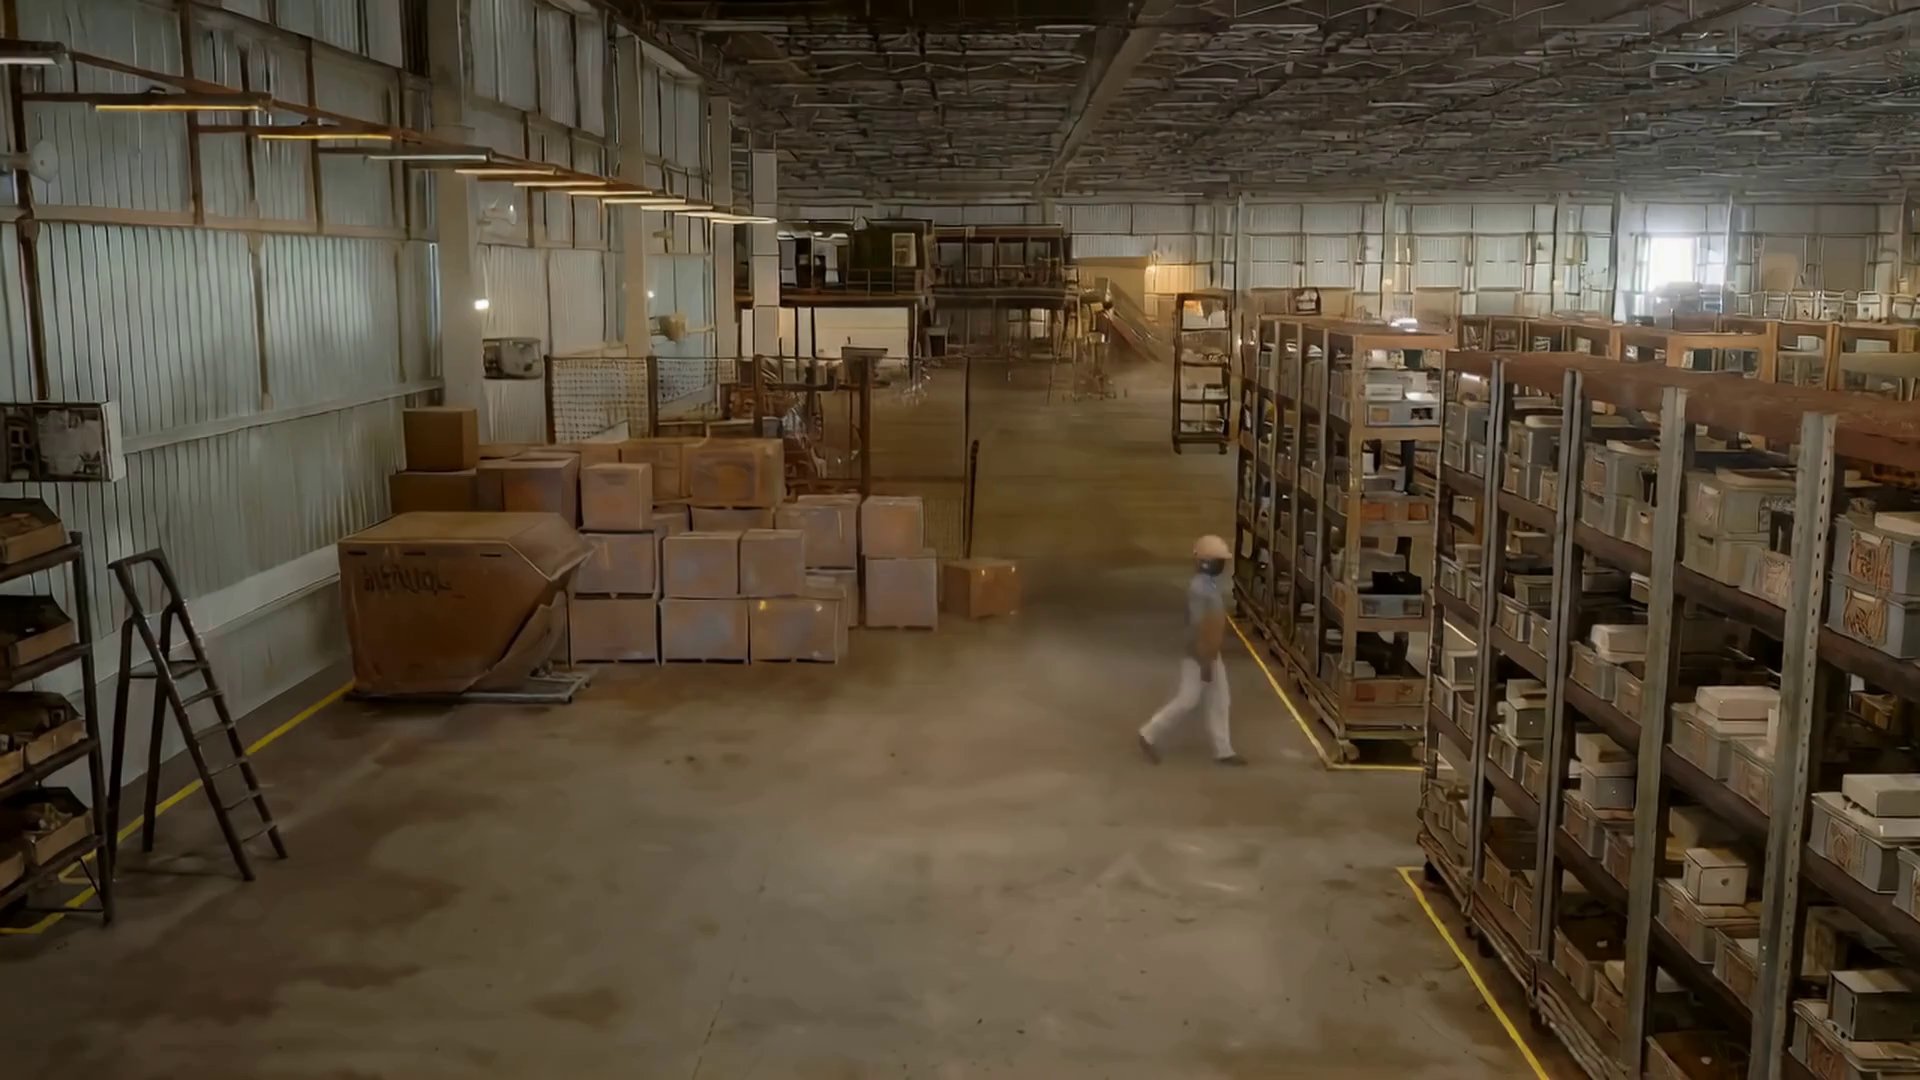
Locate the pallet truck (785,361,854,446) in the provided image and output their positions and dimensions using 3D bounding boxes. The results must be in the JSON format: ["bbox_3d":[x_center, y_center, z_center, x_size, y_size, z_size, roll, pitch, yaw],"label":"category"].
[{"bbox_3d":[-3.410,-3.193,38.978,1.885,1.965,0.823,0,9,-1],"label":"pallet truck"}]

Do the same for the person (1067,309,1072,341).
[{"bbox_3d":[6.189,-12.464,96.292,0.894,1.963,0.626,-3,10,-20],"label":"person"}]

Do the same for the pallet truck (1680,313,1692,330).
[{"bbox_3d":[36.315,-10.531,84.244,0.823,1.965,1.885,-6,11,-33],"label":"pallet truck"}]

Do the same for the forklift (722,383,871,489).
[{"bbox_3d":[-2.893,-1.687,28.729,2.680,1.987,1.157,0,9,-1],"label":"forklift"}]

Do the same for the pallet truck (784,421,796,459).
[{"bbox_3d":[-4.013,-1.793,32.705,1.601,1.201,0.680,0,9,1],"label":"pallet truck"}]

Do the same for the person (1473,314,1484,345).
[{"bbox_3d":[26.867,-10.777,86.126,1.005,1.893,0.549,-7,12,-37],"label":"person"}]

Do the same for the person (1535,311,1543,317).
[{"bbox_3d":[32.090,-11.780,92.297,0.575,1.885,0.355,9,13,43],"label":"person"}]

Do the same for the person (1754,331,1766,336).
[{"bbox_3d":[36.476,-9.154,75.614,0.687,2.000,0.914,8,12,40],"label":"person"}]

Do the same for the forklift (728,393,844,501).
[{"bbox_3d":[-2.979,-1.316,26.476,2.680,1.987,1.157,0,9,1],"label":"forklift"}]

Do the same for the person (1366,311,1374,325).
[{"bbox_3d":[22.179,-11.432,90.046,0.596,1.916,0.374,-8,12,-39],"label":"person"}]

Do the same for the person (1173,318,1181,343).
[{"bbox_3d":[10.525,-9.826,80.385,0.505,1.837,0.348,-6,11,-34],"label":"person"}]

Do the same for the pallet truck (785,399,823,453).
[{"bbox_3d":[-3.814,-2.432,36.419,1.630,1.274,0.653,0,9,1],"label":"pallet truck"}]

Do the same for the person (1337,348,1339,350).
[{"bbox_3d":[12.334,-5.741,55.235,0.610,1.815,0.620,-1,9,-7],"label":"person"}]

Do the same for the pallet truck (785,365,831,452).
[{"bbox_3d":[-3.774,-2.976,37.635,1.885,1.965,0.823,1,9,5],"label":"pallet truck"}]

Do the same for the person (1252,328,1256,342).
[{"bbox_3d":[13.097,-8.673,73.177,0.449,1.880,0.616,4,10,21],"label":"person"}]

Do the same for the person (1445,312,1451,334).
[{"bbox_3d":[26.942,-11.711,92.010,0.841,1.847,0.521,4,10,25],"label":"person"}]

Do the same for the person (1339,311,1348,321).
[{"bbox_3d":[21.524,-11.950,93.538,0.509,1.828,0.628,-6,11,-33],"label":"person"}]

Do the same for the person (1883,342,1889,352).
[{"bbox_3d":[33.817,-6.542,60.558,0.316,1.695,0.541,0,9,1],"label":"person"}]

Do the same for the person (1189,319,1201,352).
[{"bbox_3d":[10.852,-9.287,76.788,0.558,1.925,0.629,-2,9,-13],"label":"person"}]

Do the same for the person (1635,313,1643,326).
[{"bbox_3d":[35.884,-11.044,87.799,0.971,1.867,0.592,-2,9,-12],"label":"person"}]

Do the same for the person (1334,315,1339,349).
[{"bbox_3d":[18.760,-10.290,83.006,0.604,1.921,0.410,5,11,29],"label":"person"}]

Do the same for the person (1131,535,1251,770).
[{"bbox_3d":[1.909,0.920,13.704,0.929,1.967,0.600,4,10,24],"label":"person"}]

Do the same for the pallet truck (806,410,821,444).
[{"bbox_3d":[-3.559,-2.018,33.905,1.522,1.261,0.704,0,9,-1],"label":"pallet truck"}]
